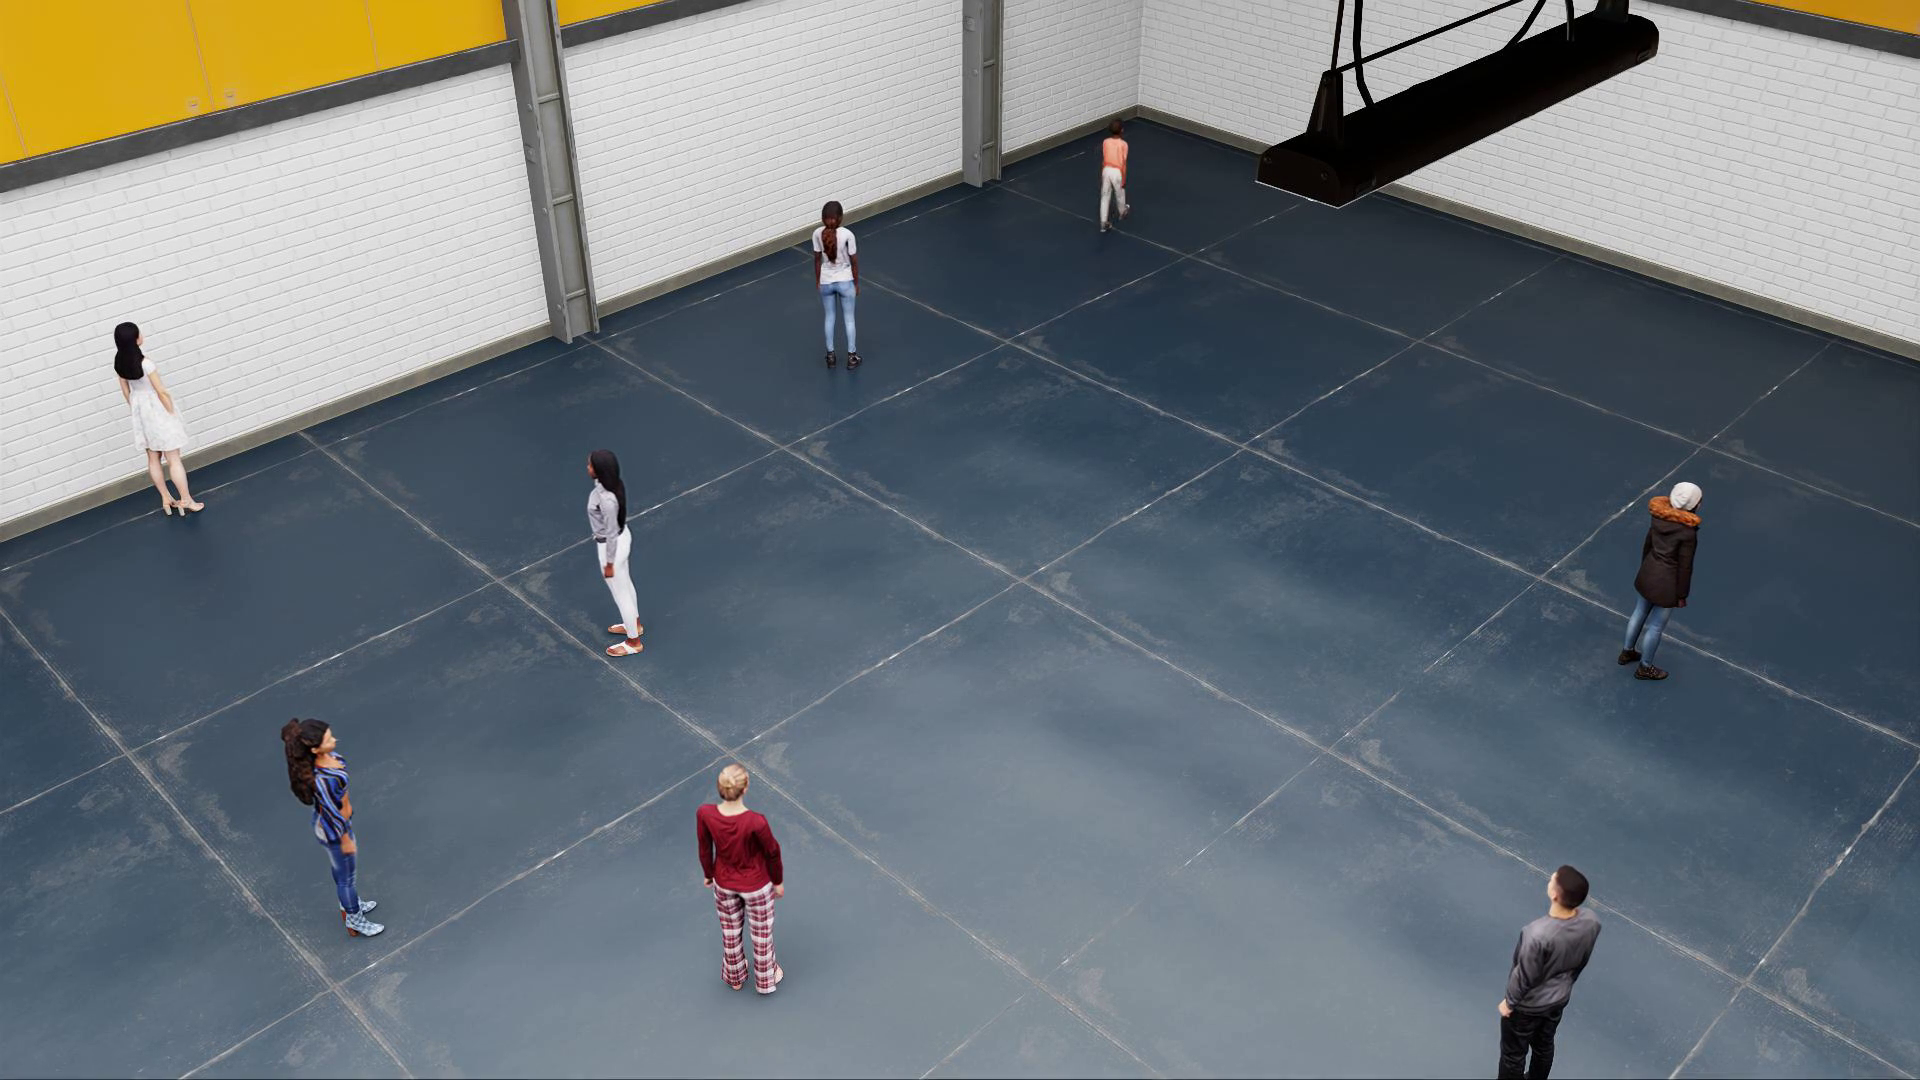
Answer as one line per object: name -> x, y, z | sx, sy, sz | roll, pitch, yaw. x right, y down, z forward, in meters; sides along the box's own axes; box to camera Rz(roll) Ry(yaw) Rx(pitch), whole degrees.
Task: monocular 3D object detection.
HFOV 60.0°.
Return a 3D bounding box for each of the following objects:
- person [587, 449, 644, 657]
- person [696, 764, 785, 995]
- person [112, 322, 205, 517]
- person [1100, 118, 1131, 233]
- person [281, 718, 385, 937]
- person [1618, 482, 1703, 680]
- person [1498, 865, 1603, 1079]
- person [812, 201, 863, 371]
person -> -2.558, 0.073, 12.296 | 0.706, 1.724, 0.670 | -3, 34, -5
person -> -1.248, 1.931, 9.523 | 0.693, 1.699, 0.695 | 7, 34, 10
person -> -6.722, -1.004, 13.872 | 0.759, 1.774, 0.784 | 11, 35, 16
person -> 1.736, -4.156, 19.062 | 0.669, 1.278, 0.939 | 17, 37, 23
person -> -3.732, 1.707, 9.938 | 0.662, 1.614, 0.674 | -14, 36, -20
person -> 5.098, 0.280, 12.066 | 0.761, 1.634, 0.737 | -10, 35, -15
person -> 3.056, 2.392, 8.774 | 0.604, 1.761, 0.750 | -14, 36, -19
person -> -1.194, -2.477, 16.137 | 0.670, 1.719, 0.695 | 6, 34, 9
